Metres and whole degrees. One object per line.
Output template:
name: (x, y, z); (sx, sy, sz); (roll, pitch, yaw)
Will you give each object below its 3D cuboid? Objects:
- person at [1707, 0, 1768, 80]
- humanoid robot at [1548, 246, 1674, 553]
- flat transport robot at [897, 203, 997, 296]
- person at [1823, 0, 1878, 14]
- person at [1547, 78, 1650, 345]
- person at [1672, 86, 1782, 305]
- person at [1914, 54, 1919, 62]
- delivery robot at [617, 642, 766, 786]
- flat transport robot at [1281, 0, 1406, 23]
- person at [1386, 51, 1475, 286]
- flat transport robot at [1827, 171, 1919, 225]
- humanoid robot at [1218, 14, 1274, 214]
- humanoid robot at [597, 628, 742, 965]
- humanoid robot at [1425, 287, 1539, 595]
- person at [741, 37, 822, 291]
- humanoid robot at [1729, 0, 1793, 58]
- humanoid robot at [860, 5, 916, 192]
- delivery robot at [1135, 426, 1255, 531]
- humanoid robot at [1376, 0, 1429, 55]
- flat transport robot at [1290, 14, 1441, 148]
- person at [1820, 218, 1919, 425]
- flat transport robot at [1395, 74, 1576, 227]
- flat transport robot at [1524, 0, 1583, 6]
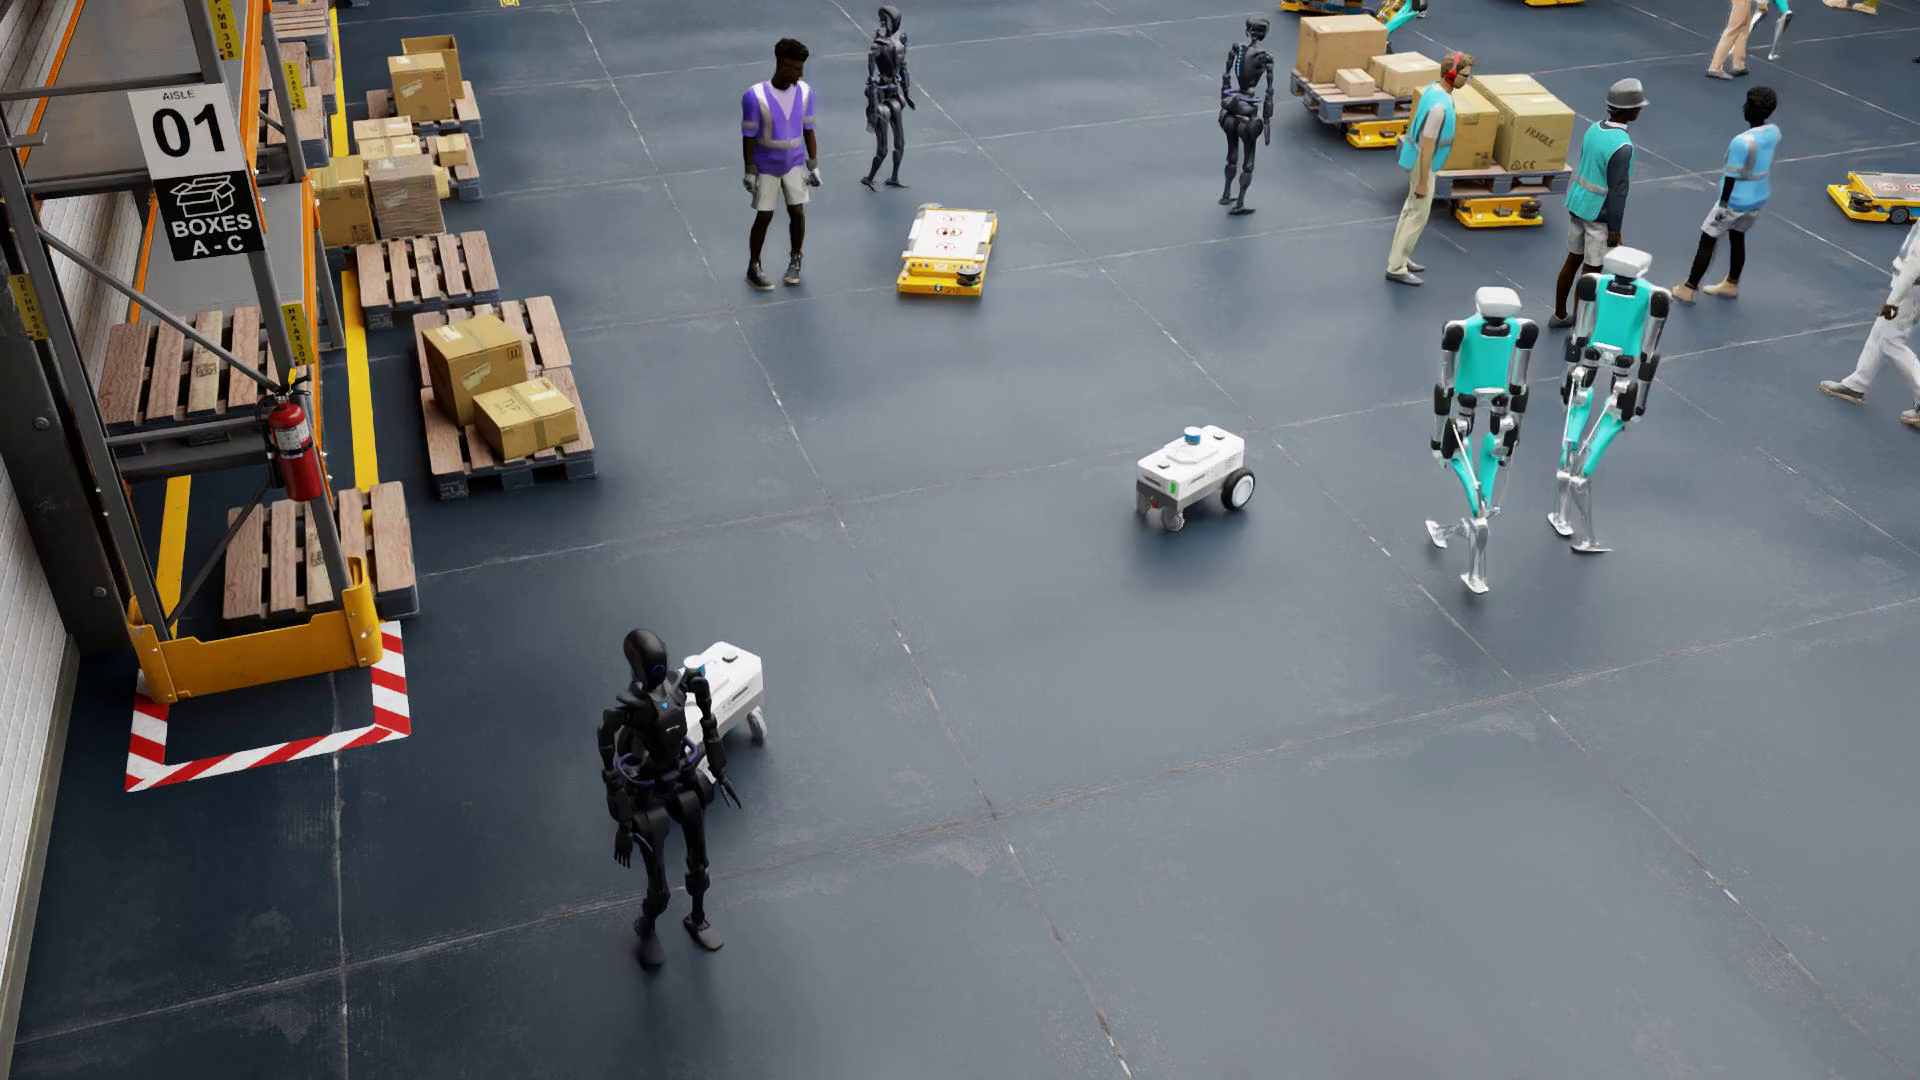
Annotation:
person: (8.119, -5.573, 17.137); (0.472, 1.654, 0.552); (3, 33, 5)
humanoid robot: (3.665, -0.768, 9.683); (0.595, 1.762, 0.775); (26, 41, 34)
flat transport robot: (-0.087, -2.363, 13.482); (0.659, 0.231, 1.431); (4, 33, 5)
person: (10.594, -7.085, 19.317); (0.519, 1.813, 0.718); (-15, 36, -21)
person: (4.560, -2.348, 11.932); (0.418, 1.940, 0.552); (-5, 34, -8)
person: (5.841, -2.582, 12.524); (0.539, 1.677, 0.397); (-18, 37, -25)
person: (10.413, -5.740, 17.192); (0.584, 1.882, 0.847); (20, 38, 27)
delivery robot: (-1.308, 0.858, 8.279); (0.519, 0.593, 0.765); (19, 38, 27)
flat transport robot: (4.570, -6.307, 19.531); (1.431, 0.231, 0.659); (17, 37, 24)
person: (3.603, -2.870, 12.842); (0.439, 1.823, 0.590); (8, 34, 11)
flat transport robot: (8.350, -2.936, 14.362); (1.431, 0.231, 0.659); (4, 33, 6)
humanoid robot: (2.416, -3.634, 14.147); (0.319, 1.650, 0.613); (-22, 39, -30)
humanoid robot: (-1.210, 1.062, 6.938); (0.585, 1.653, 0.342); (-27, 42, -35)
humanoid robot: (2.940, -0.477, 9.266); (0.532, 1.744, 0.986); (-3, 33, -4)
person: (-1.396, -2.886, 12.768); (0.642, 1.935, 0.380); (-19, 38, -27)
humanoid robot: (8.709, -6.031, 17.792); (0.800, 1.796, 0.530); (-16, 36, -23)
humanoid robot: (-0.660, -3.850, 14.490); (0.417, 1.645, 0.612); (19, 38, 27)
delivery robot: (1.430, -0.421, 10.257); (0.782, 0.611, 0.521); (-27, 42, -35)
humanoid robot: (4.521, -5.537, 17.008); (0.779, 1.769, 0.562); (0, 33, 0)
flat transport robot: (3.934, -4.159, 16.237); (0.659, 0.231, 1.431); (-6, 34, -8)
person: (6.330, -1.652, 10.938); (0.595, 1.864, 0.803); (-29, 43, -36)
flat transport robot: (4.533, -3.099, 14.611); (0.659, 0.231, 1.431); (-3, 33, -5)
flat transport robot: (6.933, -6.819, 20.317); (0.659, 0.231, 1.431); (-8, 34, -13)
